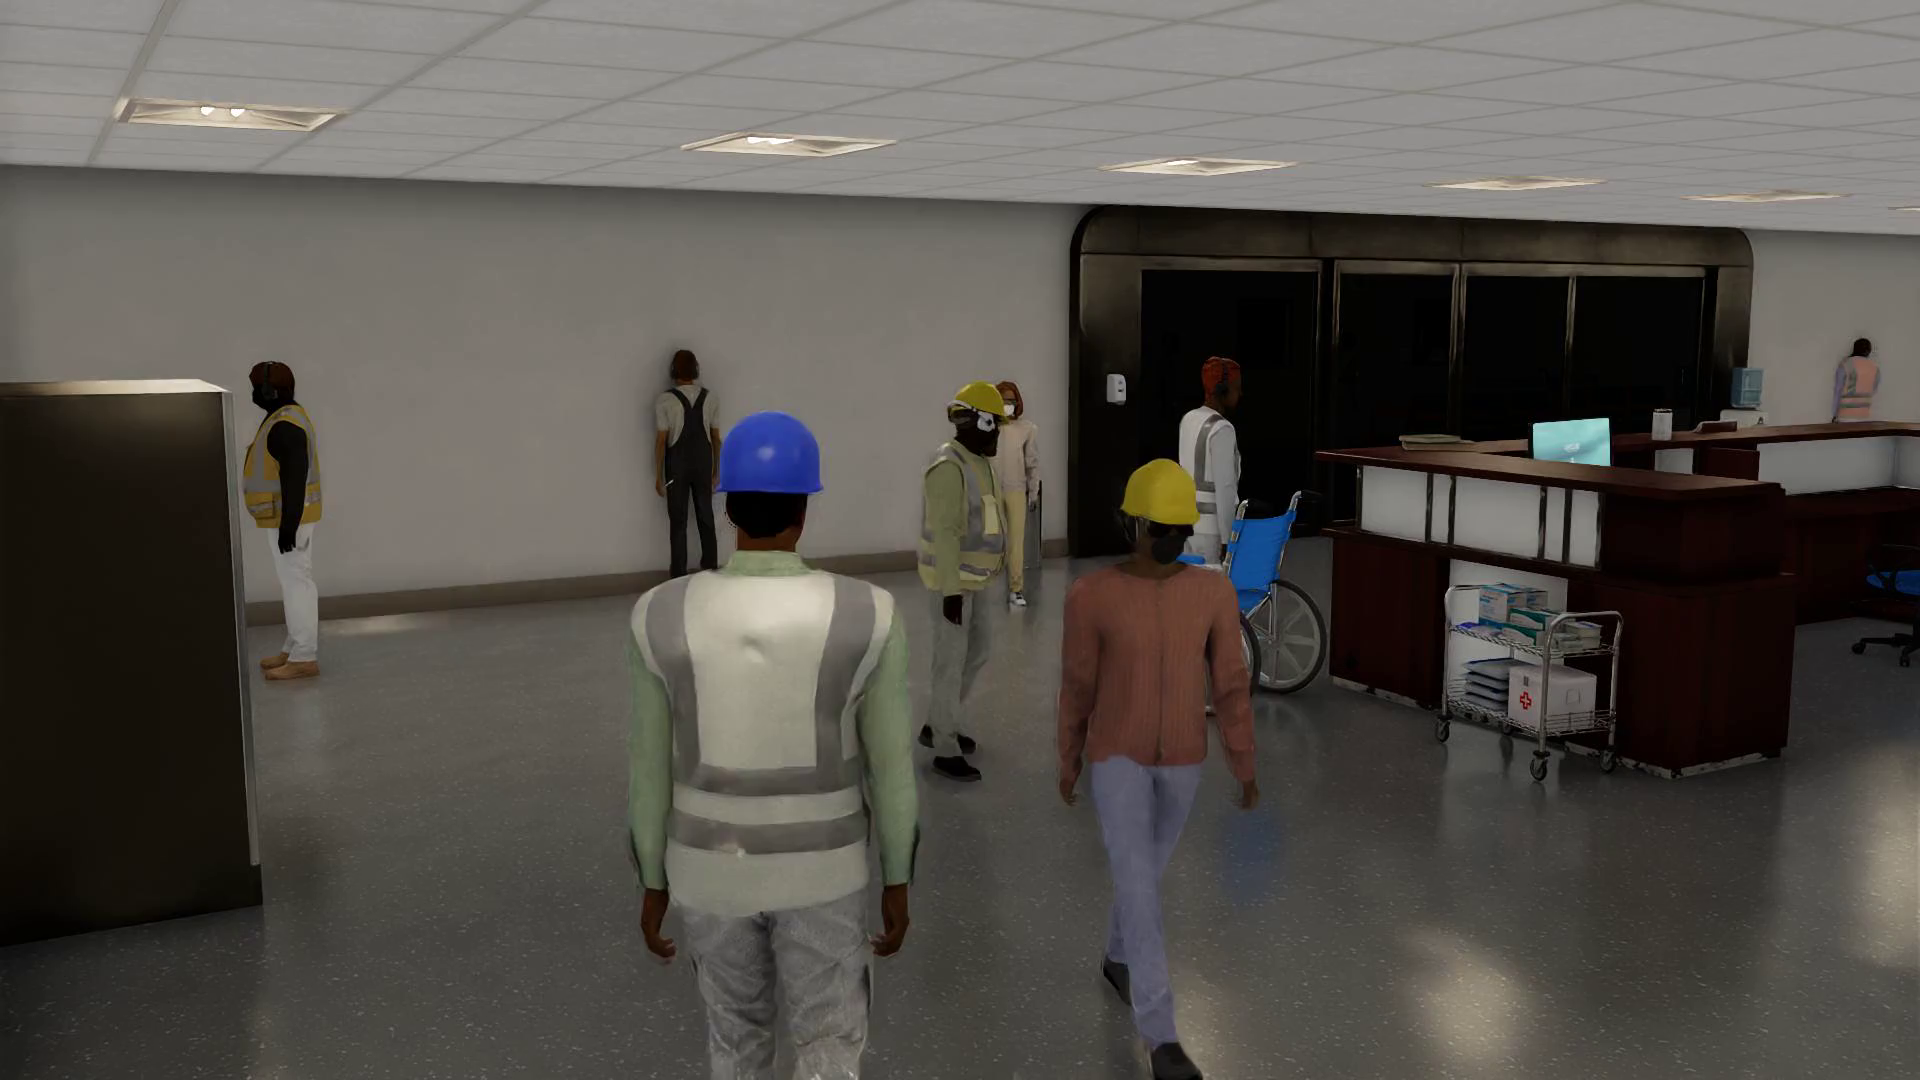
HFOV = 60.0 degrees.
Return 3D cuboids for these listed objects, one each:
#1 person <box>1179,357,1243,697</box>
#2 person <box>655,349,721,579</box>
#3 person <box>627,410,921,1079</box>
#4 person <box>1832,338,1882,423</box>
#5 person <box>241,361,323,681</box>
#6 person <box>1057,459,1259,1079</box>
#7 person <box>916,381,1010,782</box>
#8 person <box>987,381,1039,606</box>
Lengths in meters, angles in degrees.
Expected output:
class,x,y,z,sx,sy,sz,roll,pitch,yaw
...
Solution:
class,x,y,z,sx,sy,sz,roll,pitch,yaw
person,1.367,-0.068,9.177,0.353,1.878,0.582,-2,8,-13
person,-2.026,-0.500,12.435,0.507,1.839,0.339,-4,9,-29
person,-0.397,0.696,3.482,0.620,1.926,0.793,0,8,3
person,10.418,-1.461,19.549,0.725,1.805,0.468,-2,8,-16
person,-3.917,-0.113,9.631,0.430,1.840,0.622,-3,9,-23
person,0.557,0.620,4.761,0.527,1.712,0.950,-2,8,-16
person,-0.037,0.183,7.625,0.465,1.811,0.760,3,8,20
person,0.317,-0.326,11.944,0.505,1.628,0.286,-1,8,-5
